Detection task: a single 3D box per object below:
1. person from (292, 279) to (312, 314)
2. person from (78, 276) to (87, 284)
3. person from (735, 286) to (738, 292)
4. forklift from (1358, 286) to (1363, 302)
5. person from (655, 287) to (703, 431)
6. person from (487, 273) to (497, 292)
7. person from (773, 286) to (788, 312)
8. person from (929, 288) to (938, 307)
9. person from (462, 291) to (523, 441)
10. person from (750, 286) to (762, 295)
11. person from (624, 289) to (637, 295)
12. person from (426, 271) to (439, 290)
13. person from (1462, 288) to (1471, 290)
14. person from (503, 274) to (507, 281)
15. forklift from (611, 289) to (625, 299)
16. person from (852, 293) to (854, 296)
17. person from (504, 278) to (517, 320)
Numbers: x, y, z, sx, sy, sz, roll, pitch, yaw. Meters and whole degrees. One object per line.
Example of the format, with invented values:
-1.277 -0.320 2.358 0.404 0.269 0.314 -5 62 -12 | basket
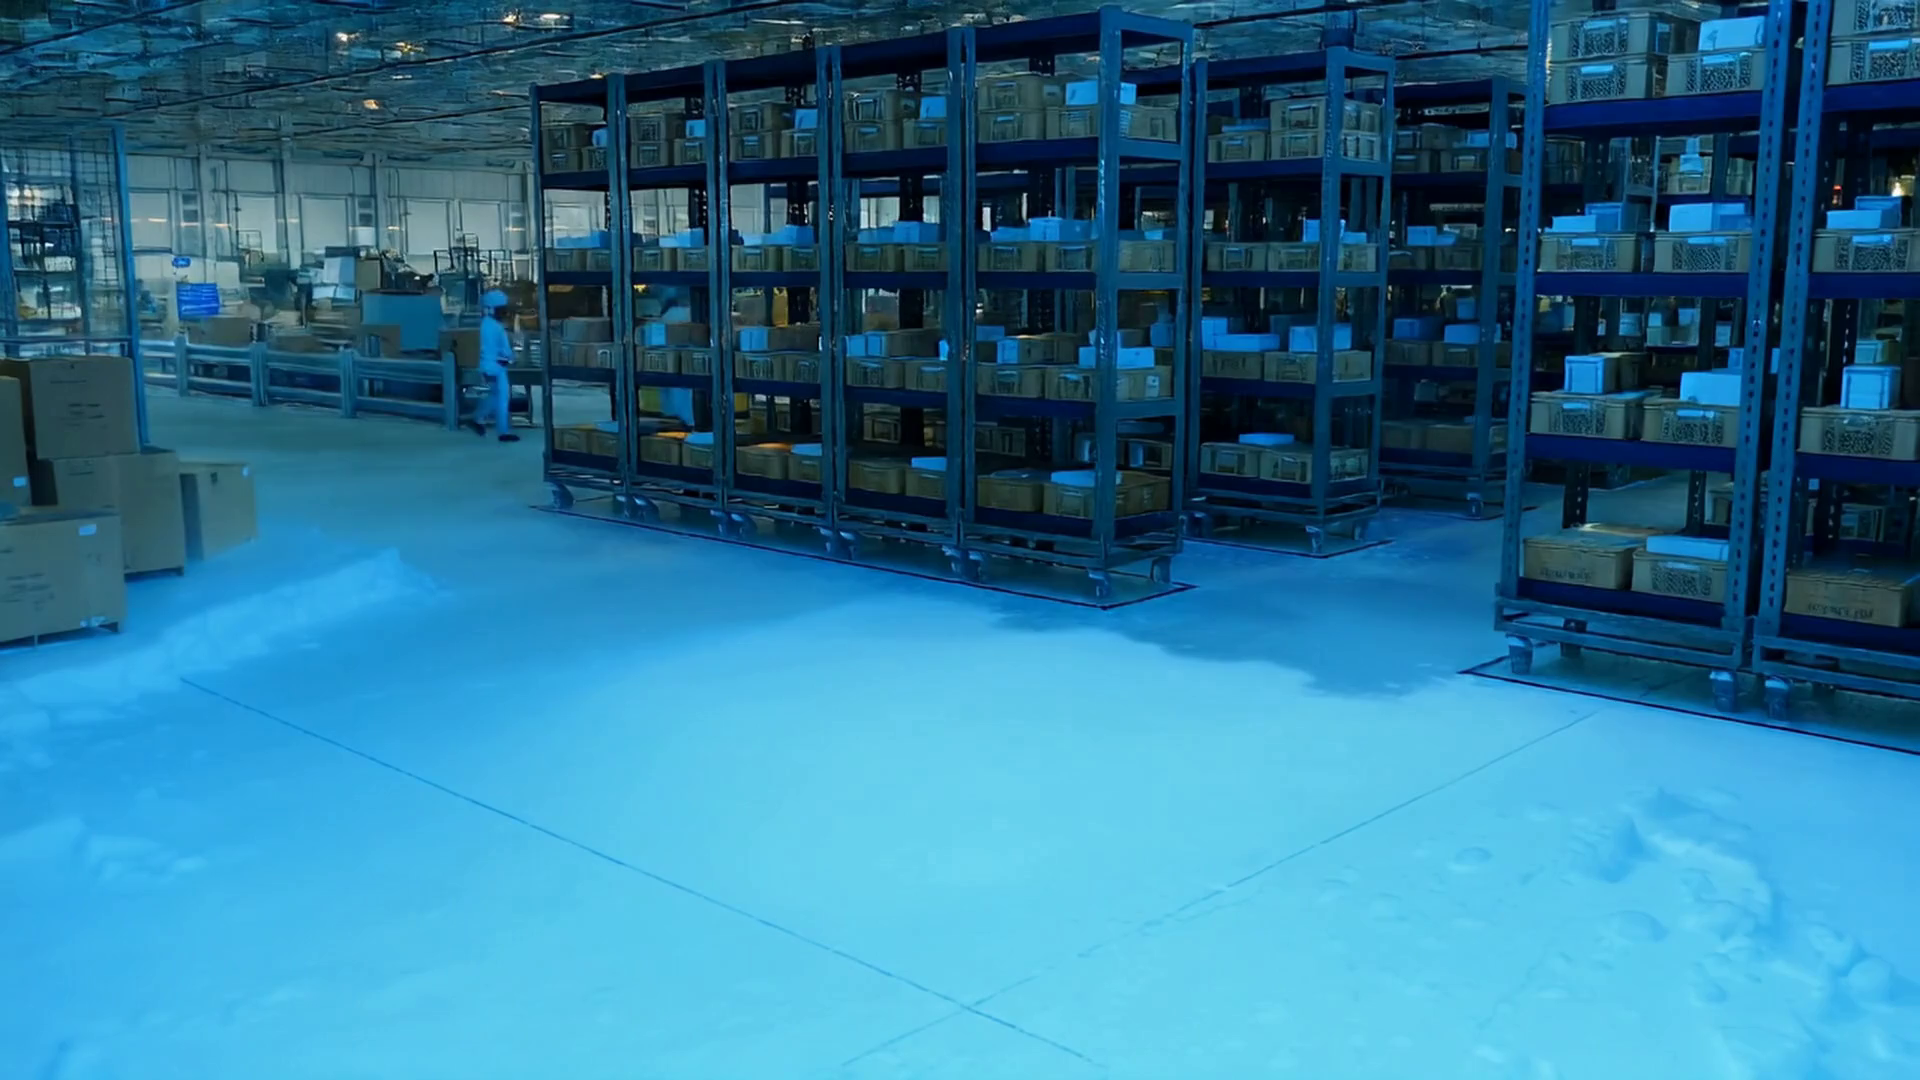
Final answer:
-24.574 -9.072 62.134 0.689 2.000 0.538 -4 10 -25 | person
-37.413 -10.466 71.031 0.494 1.929 0.647 -2 9 -13 | person
-12.100 -13.323 88.720 0.586 1.869 0.400 -7 11 -35 | person
11.100 -7.017 46.970 1.873 2.768 1.129 9 13 43 | forklift
-3.102 -1.893 18.638 0.520 1.870 0.666 7 12 38 | person
-18.512 -9.648 66.067 0.711 1.912 0.575 -3 10 -20 | person
-4.017 -4.863 37.210 0.542 1.750 0.367 3 10 16 | person
-1.033 -8.333 58.732 0.739 1.664 0.552 3 10 15 | person
-5.634 -2.077 19.944 0.630 1.815 0.598 -2 9 -13 | person
-9.386 -11.394 76.595 0.607 1.966 0.373 -6 11 -32 | person
-16.587 -12.511 83.741 0.660 1.892 0.471 -2 10 -13 | person
-18.741 -8.584 59.281 0.611 1.995 0.381 5 11 28 | person
16.259 -7.406 53.234 0.515 1.609 0.575 -9 13 -42 | person
-20.864 -11.270 76.190 0.395 1.847 0.544 -5 11 -30 | person
-17.755 -13.428 86.273 1.129 2.768 1.873 9 13 43 | forklift
-5.046 -11.907 80.114 0.493 1.857 0.522 -4 10 -25 | person
-17.933 -9.596 66.294 0.557 1.734 0.710 -5 10 -27 | person
